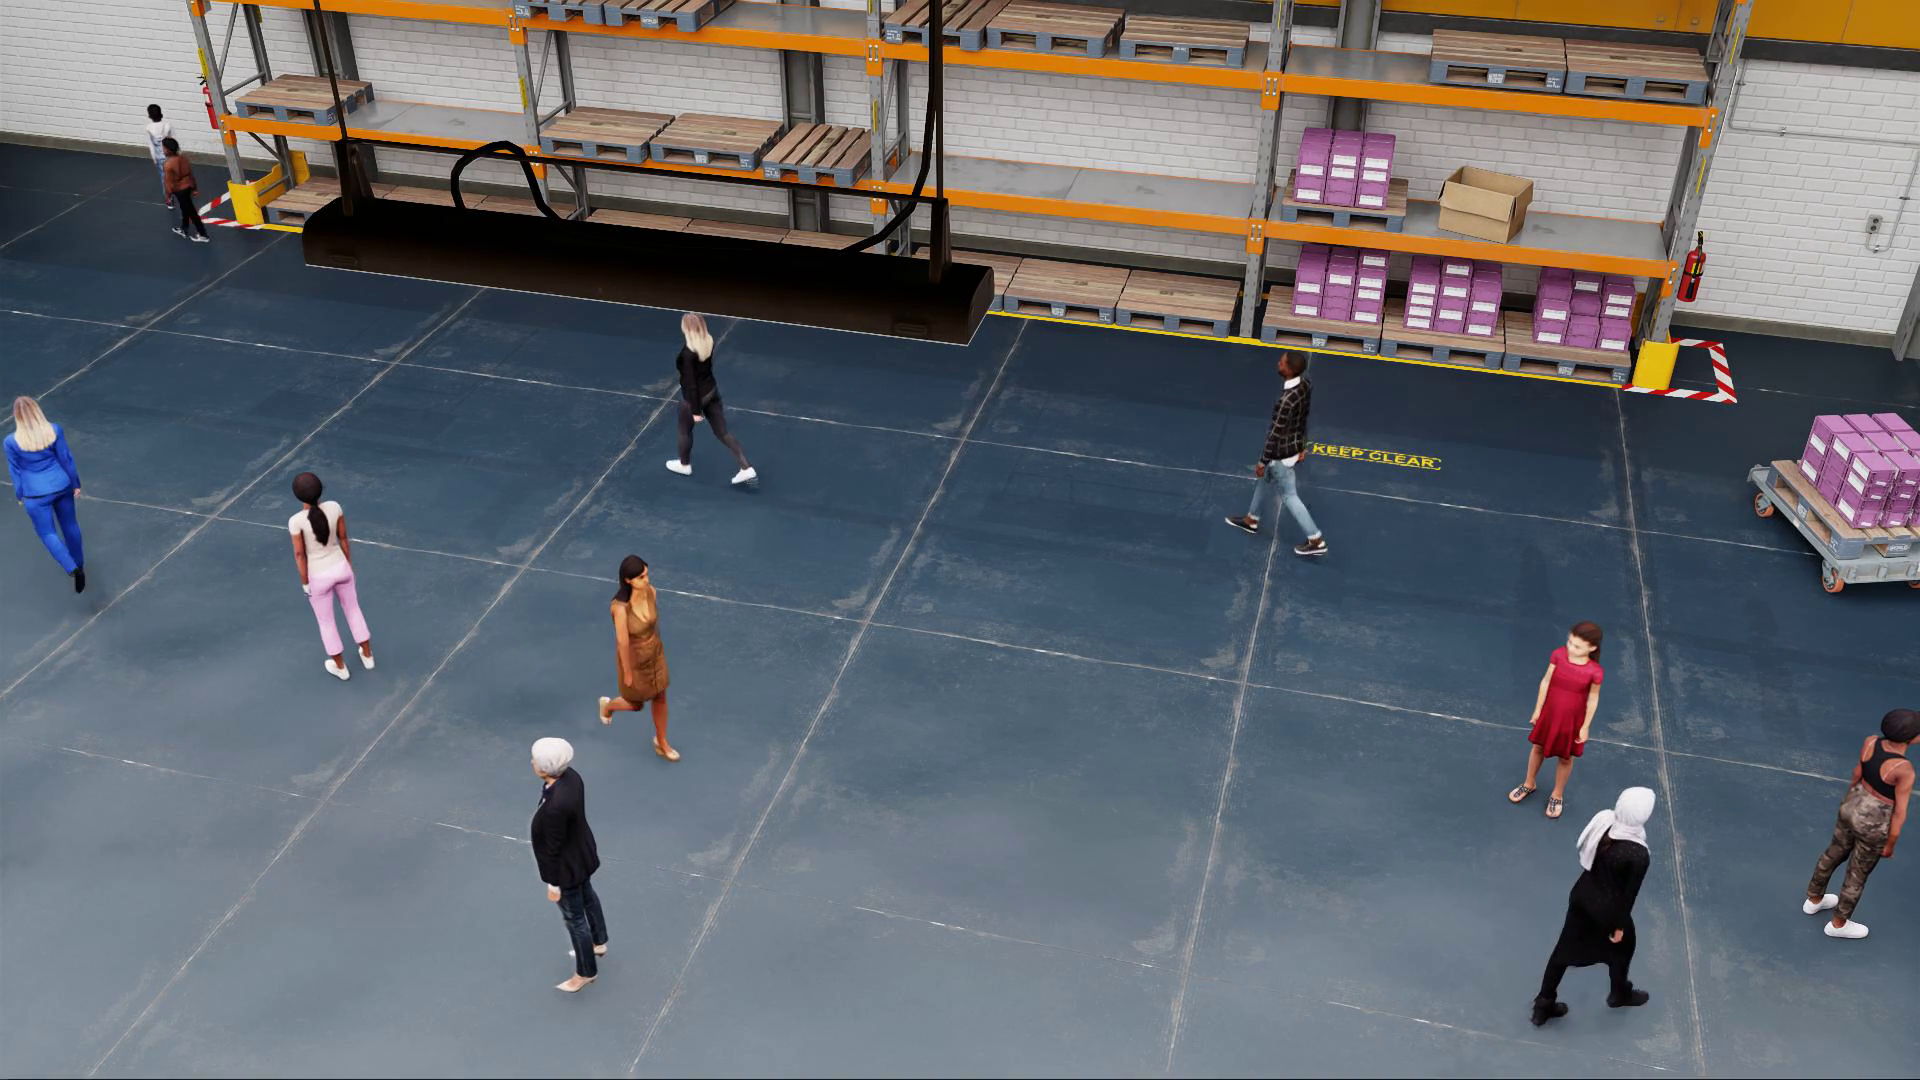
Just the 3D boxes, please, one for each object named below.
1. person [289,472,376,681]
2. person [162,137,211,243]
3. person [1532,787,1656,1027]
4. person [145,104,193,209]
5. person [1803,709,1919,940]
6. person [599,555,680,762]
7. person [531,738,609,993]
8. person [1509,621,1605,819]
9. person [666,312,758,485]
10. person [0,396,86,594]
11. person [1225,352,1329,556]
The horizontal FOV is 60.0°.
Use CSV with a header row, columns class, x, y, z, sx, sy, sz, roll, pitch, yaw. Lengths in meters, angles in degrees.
class,x,y,z,sx,sy,sz,roll,pitch,yaw
person,-4.651,0.258,12.281,0.654,1.740,0.646,26,42,33
person,-8.907,-4.020,19.172,0.736,1.236,0.524,8,34,12
person,3.561,2.126,9.461,1.073,1.751,0.949,-13,36,-18
person,-9.590,-4.646,20.094,0.577,1.259,0.641,-16,37,-22
person,5.526,1.706,10.139,0.674,1.700,0.657,-7,34,-11
person,-2.269,0.816,11.500,0.967,1.675,0.748,20,38,27
person,-2.291,1.897,9.651,0.665,1.779,0.771,1,34,2
person,4.036,1.154,11.103,0.648,1.552,0.712,24,41,32
person,-2.174,-1.203,14.563,1.212,1.646,0.773,15,37,22
person,-7.231,-0.346,13.240,0.926,1.684,1.078,-27,42,-34
person,2.748,-0.674,13.643,1.275,1.784,0.929,20,38,27
